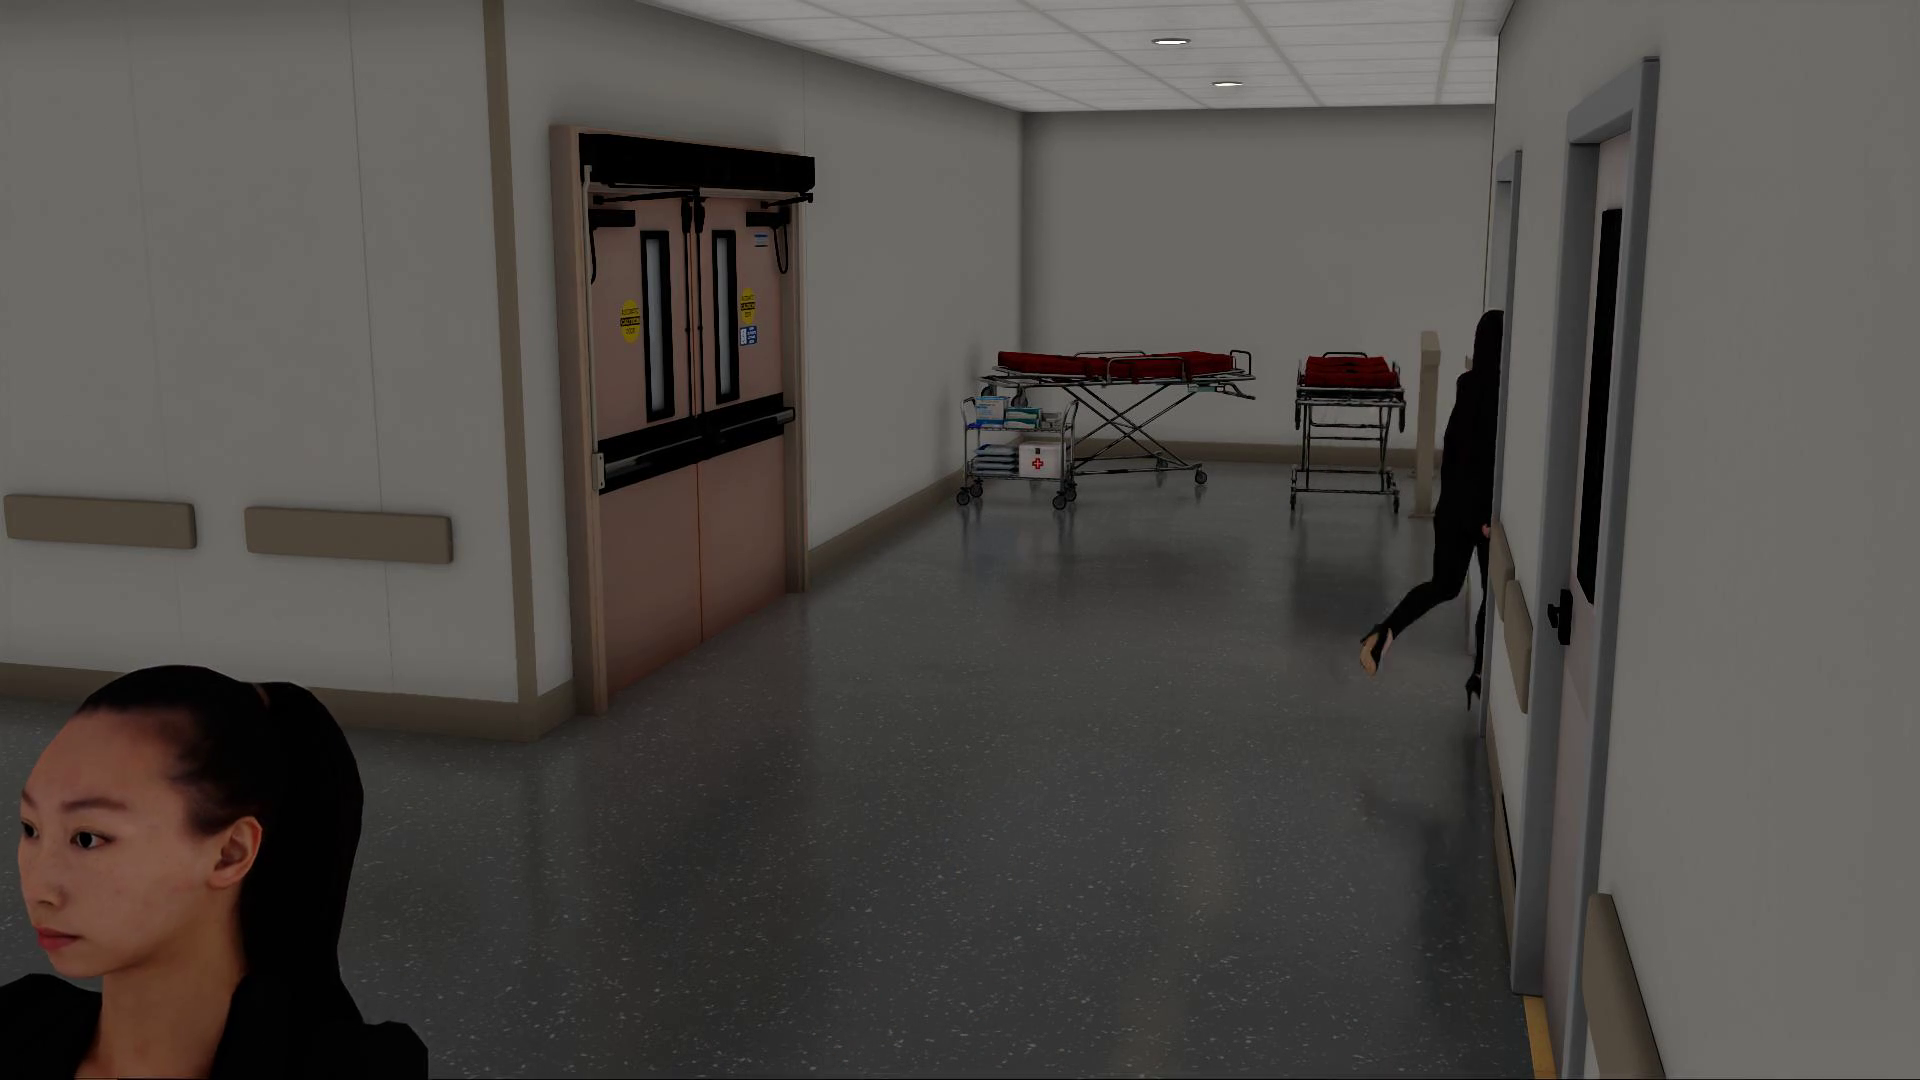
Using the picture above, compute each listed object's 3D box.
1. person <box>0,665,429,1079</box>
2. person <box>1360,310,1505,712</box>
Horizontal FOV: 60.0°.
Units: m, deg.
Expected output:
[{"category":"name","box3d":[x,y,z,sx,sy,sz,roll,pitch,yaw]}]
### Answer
[{"category":"person","box3d":[-0.609,0.929,1.426,0.584,1.696,0.507,3,11,14]},{"category":"person","box3d":[2.039,-0.079,6.779,1.025,1.680,1.010,-5,12,-26]}]
